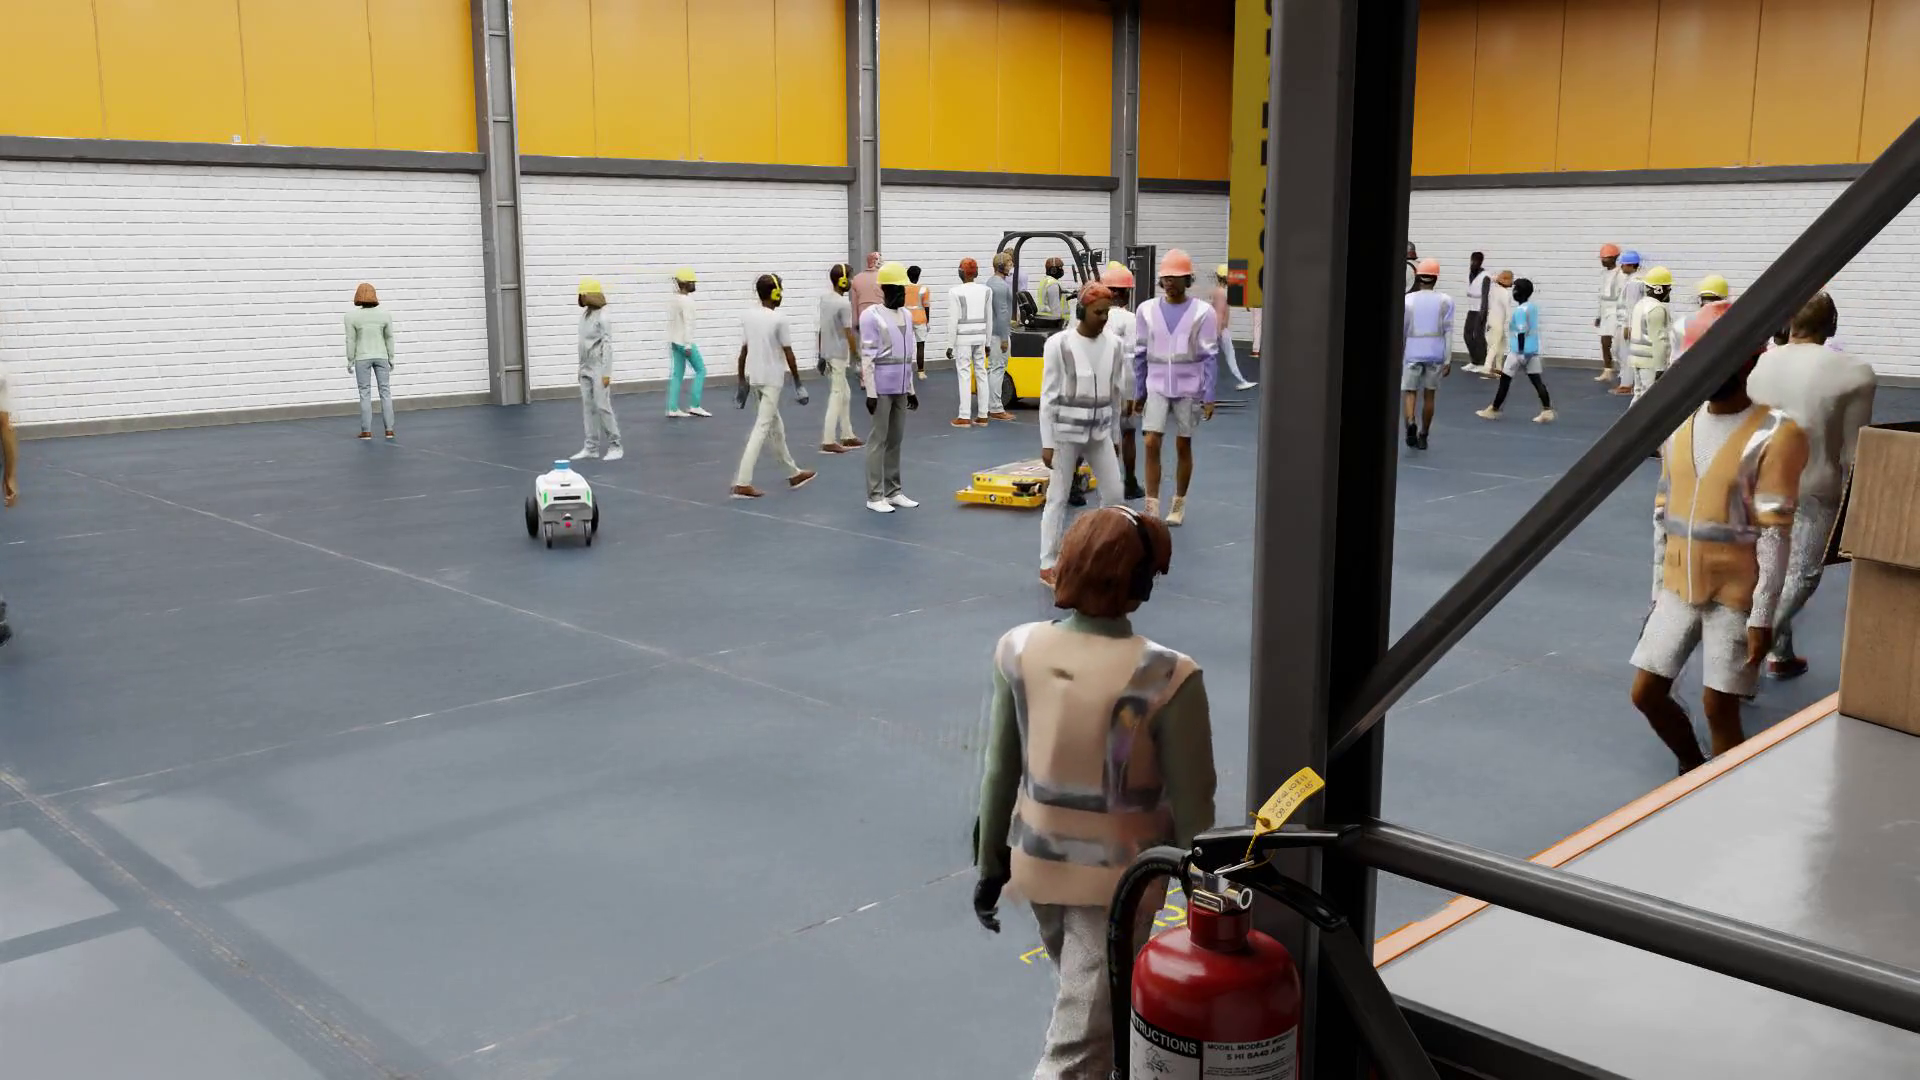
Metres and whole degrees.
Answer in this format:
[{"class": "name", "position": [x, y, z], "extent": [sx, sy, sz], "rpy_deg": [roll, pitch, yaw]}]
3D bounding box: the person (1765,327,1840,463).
[{"class": "person", "position": [4.514, -0.490, 9.223], "extent": [0.973, 1.883, 0.548], "rpy_deg": [-8, 13, -37]}]

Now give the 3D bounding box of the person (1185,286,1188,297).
[{"class": "person", "position": [2.779, -2.565, 21.252], "extent": [0.314, 1.635, 0.523], "rpy_deg": [6, 12, 30]}]

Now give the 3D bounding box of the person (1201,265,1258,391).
[{"class": "person", "position": [3.645, -2.875, 22.682], "extent": [0.882, 1.726, 0.547], "rpy_deg": [0, 10, -2]}]

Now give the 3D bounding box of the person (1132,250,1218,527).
[{"class": "person", "position": [1.514, -1.060, 11.971], "extent": [0.637, 2.018, 0.824], "rpy_deg": [3, 11, 18]}]

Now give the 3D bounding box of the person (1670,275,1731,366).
[{"class": "person", "position": [5.954, -1.181, 13.193], "extent": [0.611, 1.806, 0.728], "rpy_deg": [10, 14, 43]}]

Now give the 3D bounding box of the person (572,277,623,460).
[{"class": "person", "position": [-3.485, -1.622, 15.828], "extent": [0.330, 1.751, 0.490], "rpy_deg": [-10, 14, -42]}]

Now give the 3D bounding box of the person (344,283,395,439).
[{"class": "person", "position": [-6.191, -1.875, 17.477], "extent": [0.497, 1.633, 0.285], "rpy_deg": [-7, 12, -32]}]

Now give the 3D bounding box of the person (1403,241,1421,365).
[{"class": "person", "position": [7.365, -3.933, 27.592], "extent": [0.672, 2.000, 0.536], "rpy_deg": [-8, 13, -38]}]

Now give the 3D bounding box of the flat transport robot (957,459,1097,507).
[{"class": "flat transport robot", "position": [0.596, -0.483, 13.610], "extent": [0.652, 0.197, 1.431], "rpy_deg": [6, 12, 28]}]

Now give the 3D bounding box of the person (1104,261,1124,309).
[{"class": "person", "position": [2.191, -3.048, 23.513], "extent": [0.330, 1.767, 0.528], "rpy_deg": [1, 10, 4]}]

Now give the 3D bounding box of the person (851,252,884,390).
[{"class": "person", "position": [-1.178, -3.017, 22.973], "extent": [0.642, 1.905, 0.399], "rpy_deg": [5, 11, 25]}]

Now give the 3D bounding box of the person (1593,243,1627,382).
[{"class": "person", "position": [9.442, -3.278, 24.080], "extent": [0.580, 2.017, 0.669], "rpy_deg": [-2, 11, -11]}]

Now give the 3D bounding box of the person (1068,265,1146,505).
[{"class": "person", "position": [1.159, -1.219, 13.186], "extent": [0.545, 1.904, 0.953], "rpy_deg": [9, 14, 40]}]

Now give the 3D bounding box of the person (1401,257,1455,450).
[{"class": "person", "position": [4.577, -1.820, 16.404], "extent": [0.550, 1.921, 0.622], "rpy_deg": [3, 11, 15]}]

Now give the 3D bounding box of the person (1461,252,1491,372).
[{"class": "person", "position": [8.079, -3.541, 25.895], "extent": [0.495, 1.875, 0.615], "rpy_deg": [-3, 11, -15]}]

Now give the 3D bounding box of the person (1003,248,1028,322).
[{"class": "person", "position": [0.769, -3.544, 25.750], "extent": [0.372, 1.940, 0.630], "rpy_deg": [-10, 14, -44]}]

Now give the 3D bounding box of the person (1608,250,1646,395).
[{"class": "person", "position": [8.911, -2.889, 22.182], "extent": [0.427, 1.933, 0.641], "rpy_deg": [3, 11, 18]}]

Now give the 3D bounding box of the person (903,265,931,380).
[{"class": "person", "position": [-0.684, -3.212, 24.625], "extent": [0.530, 1.689, 0.321], "rpy_deg": [4, 11, 20]}]

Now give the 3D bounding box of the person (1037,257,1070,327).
[{"class": "person", "position": [1.233, -2.780, 21.849], "extent": [0.429, 1.844, 0.626], "rpy_deg": [-2, 11, -10]}]

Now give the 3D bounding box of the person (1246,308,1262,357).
[{"class": "person", "position": [5.321, -4.195, 29.171], "extent": [0.611, 1.985, 0.393], "rpy_deg": [-1, 10, -6]}]

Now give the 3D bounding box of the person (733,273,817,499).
[{"class": "person", "position": [-1.533, -1.268, 13.665], "extent": [0.505, 1.817, 0.991], "rpy_deg": [10, 14, 42]}]

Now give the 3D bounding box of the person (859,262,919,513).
[{"class": "person", "position": [-0.534, -1.185, 12.913], "extent": [0.371, 1.929, 0.584], "rpy_deg": [7, 13, 34]}]

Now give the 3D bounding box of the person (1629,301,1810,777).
[{"class": "person", "position": [2.507, 0.171, 5.559], "extent": [0.397, 1.924, 0.540], "rpy_deg": [-5, 12, -27]}]

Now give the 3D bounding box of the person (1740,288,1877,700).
[{"class": "person", "position": [3.822, -0.213, 7.699], "extent": [0.928, 1.905, 0.618], "rpy_deg": [-8, 13, -38]}]

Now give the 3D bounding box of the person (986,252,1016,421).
[{"class": "person", "position": [0.448, -2.344, 19.202], "extent": [0.353, 1.937, 0.635], "rpy_deg": [-2, 11, -10]}]

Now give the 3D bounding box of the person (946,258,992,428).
[{"class": "person", "position": [0.103, -2.192, 18.531], "extent": [0.574, 1.882, 0.358], "rpy_deg": [-7, 12, -32]}]

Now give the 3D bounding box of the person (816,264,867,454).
[{"class": "person", "position": [-1.085, -1.774, 16.325], "extent": [0.691, 1.849, 0.567], "rpy_deg": [-6, 12, -31]}]

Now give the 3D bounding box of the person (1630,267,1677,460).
[{"class": "person", "position": [6.637, -1.691, 15.934], "extent": [0.404, 1.833, 0.588], "rpy_deg": [1, 10, 3]}]

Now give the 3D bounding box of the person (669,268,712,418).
[{"class": "person", "position": [-3.156, -2.296, 19.467], "extent": [0.617, 1.745, 0.564], "rpy_deg": [-5, 12, -27]}]

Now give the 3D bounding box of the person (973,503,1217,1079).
[{"class": "person", "position": [0.277, 0.717, 3.478], "extent": [0.526, 1.587, 0.876], "rpy_deg": [9, 14, 40]}]

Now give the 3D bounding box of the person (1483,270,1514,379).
[{"class": "person", "position": [8.095, -3.208, 24.811], "extent": [0.606, 1.607, 0.532], "rpy_deg": [0, 10, -2]}]

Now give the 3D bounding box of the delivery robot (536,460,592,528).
[{"class": "delivery robot", "position": [-2.784, -0.317, 11.670], "extent": [0.477, 0.478, 0.707], "rpy_deg": [-3, 11, -17]}]

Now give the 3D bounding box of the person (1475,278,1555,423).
[{"class": "person", "position": [6.413, -2.160, 18.990], "extent": [0.893, 1.648, 0.531], "rpy_deg": [9, 14, 40]}]

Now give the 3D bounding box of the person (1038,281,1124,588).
[{"class": "person", "position": [0.733, -0.624, 10.039], "extent": [0.601, 1.866, 0.426], "rpy_deg": [-5, 12, -27]}]

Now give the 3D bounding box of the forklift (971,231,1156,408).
[{"class": "forklift", "position": [1.222, -2.721, 20.561], "extent": [2.313, 2.155, 1.214], "rpy_deg": [2, 11, 13]}]

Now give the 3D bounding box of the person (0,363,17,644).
[{"class": "person", "position": [-5.111, -0.331, 8.570], "extent": [0.760, 1.825, 0.509], "rpy_deg": [8, 13, 38]}]
